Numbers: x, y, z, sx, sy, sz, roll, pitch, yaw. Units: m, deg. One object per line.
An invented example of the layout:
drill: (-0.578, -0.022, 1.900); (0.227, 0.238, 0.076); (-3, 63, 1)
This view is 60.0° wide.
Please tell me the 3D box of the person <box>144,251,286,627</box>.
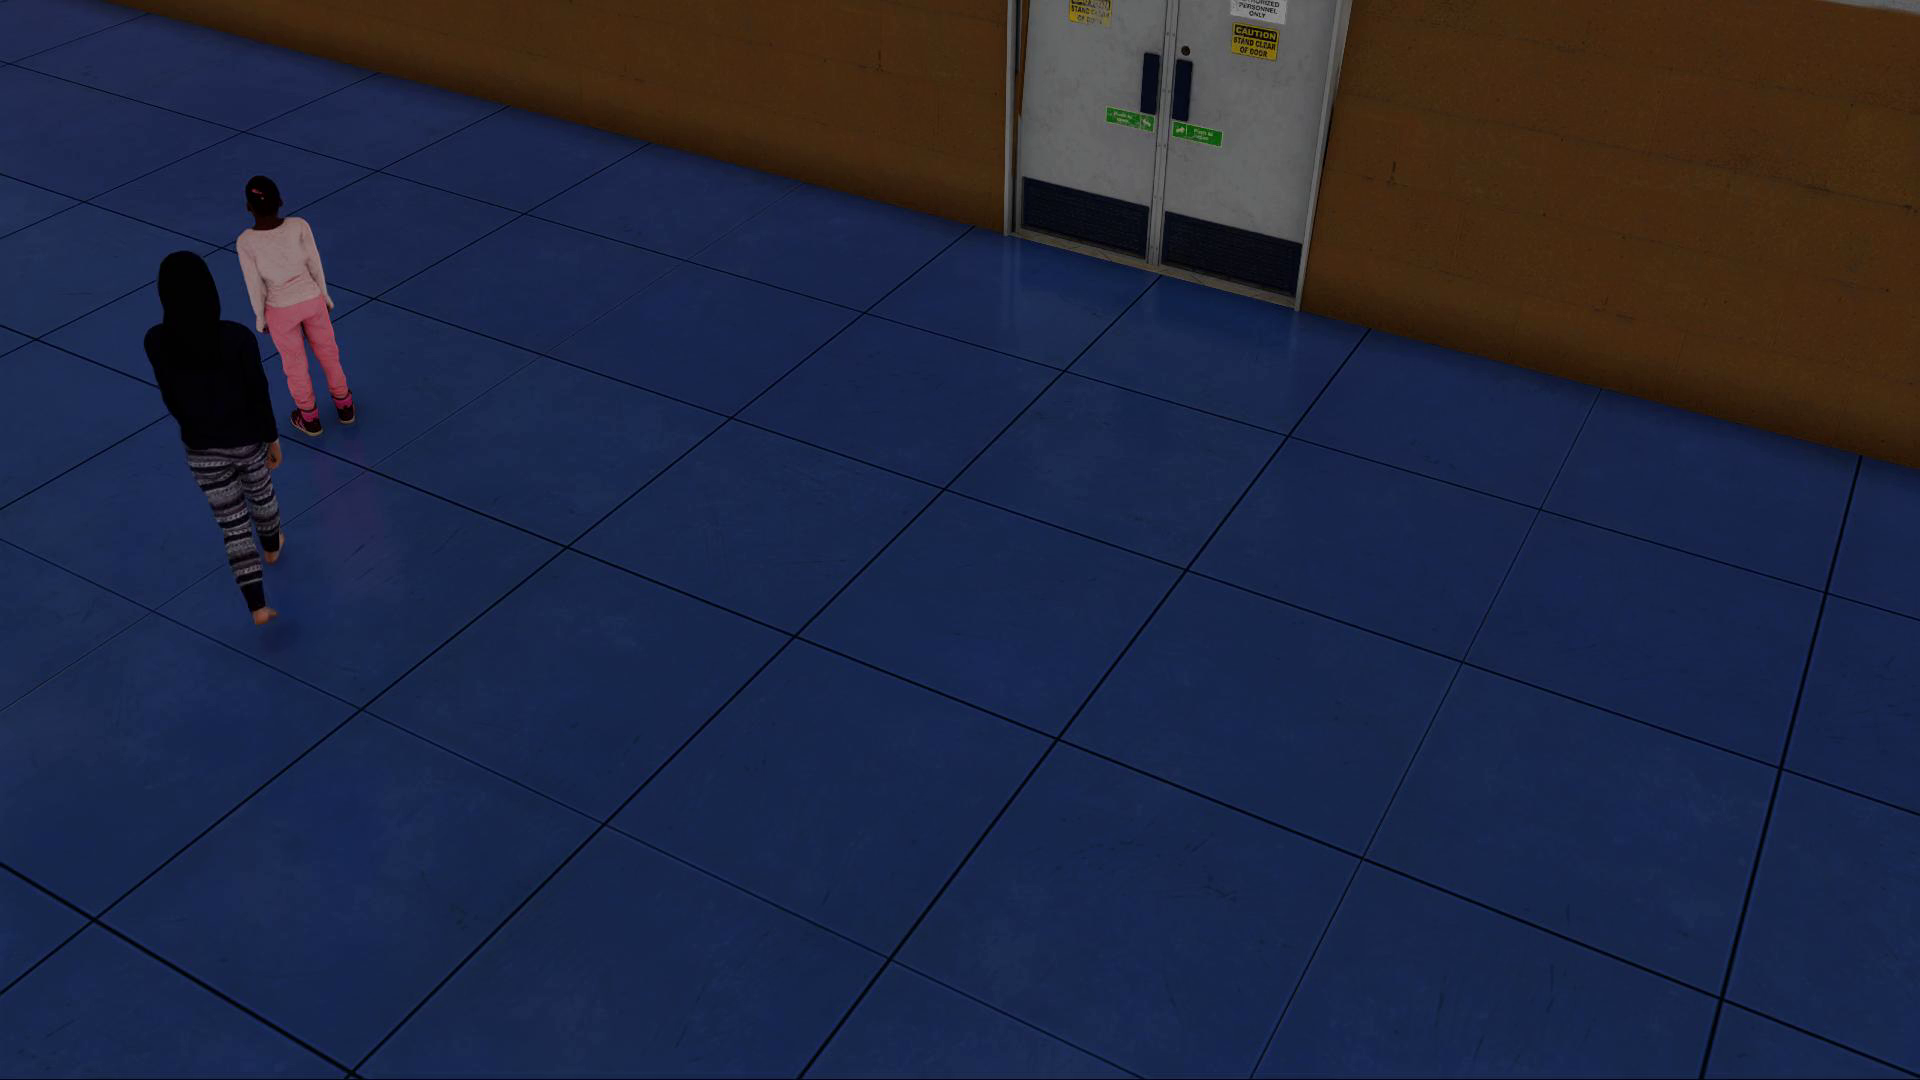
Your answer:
person: (-3.192, -0.390, 7.200); (1.074, 1.695, 1.100); (-11, 38, -15)

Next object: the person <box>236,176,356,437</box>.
person: (-3.405, -1.208, 8.502); (0.559, 1.441, 0.678); (-24, 43, -28)
